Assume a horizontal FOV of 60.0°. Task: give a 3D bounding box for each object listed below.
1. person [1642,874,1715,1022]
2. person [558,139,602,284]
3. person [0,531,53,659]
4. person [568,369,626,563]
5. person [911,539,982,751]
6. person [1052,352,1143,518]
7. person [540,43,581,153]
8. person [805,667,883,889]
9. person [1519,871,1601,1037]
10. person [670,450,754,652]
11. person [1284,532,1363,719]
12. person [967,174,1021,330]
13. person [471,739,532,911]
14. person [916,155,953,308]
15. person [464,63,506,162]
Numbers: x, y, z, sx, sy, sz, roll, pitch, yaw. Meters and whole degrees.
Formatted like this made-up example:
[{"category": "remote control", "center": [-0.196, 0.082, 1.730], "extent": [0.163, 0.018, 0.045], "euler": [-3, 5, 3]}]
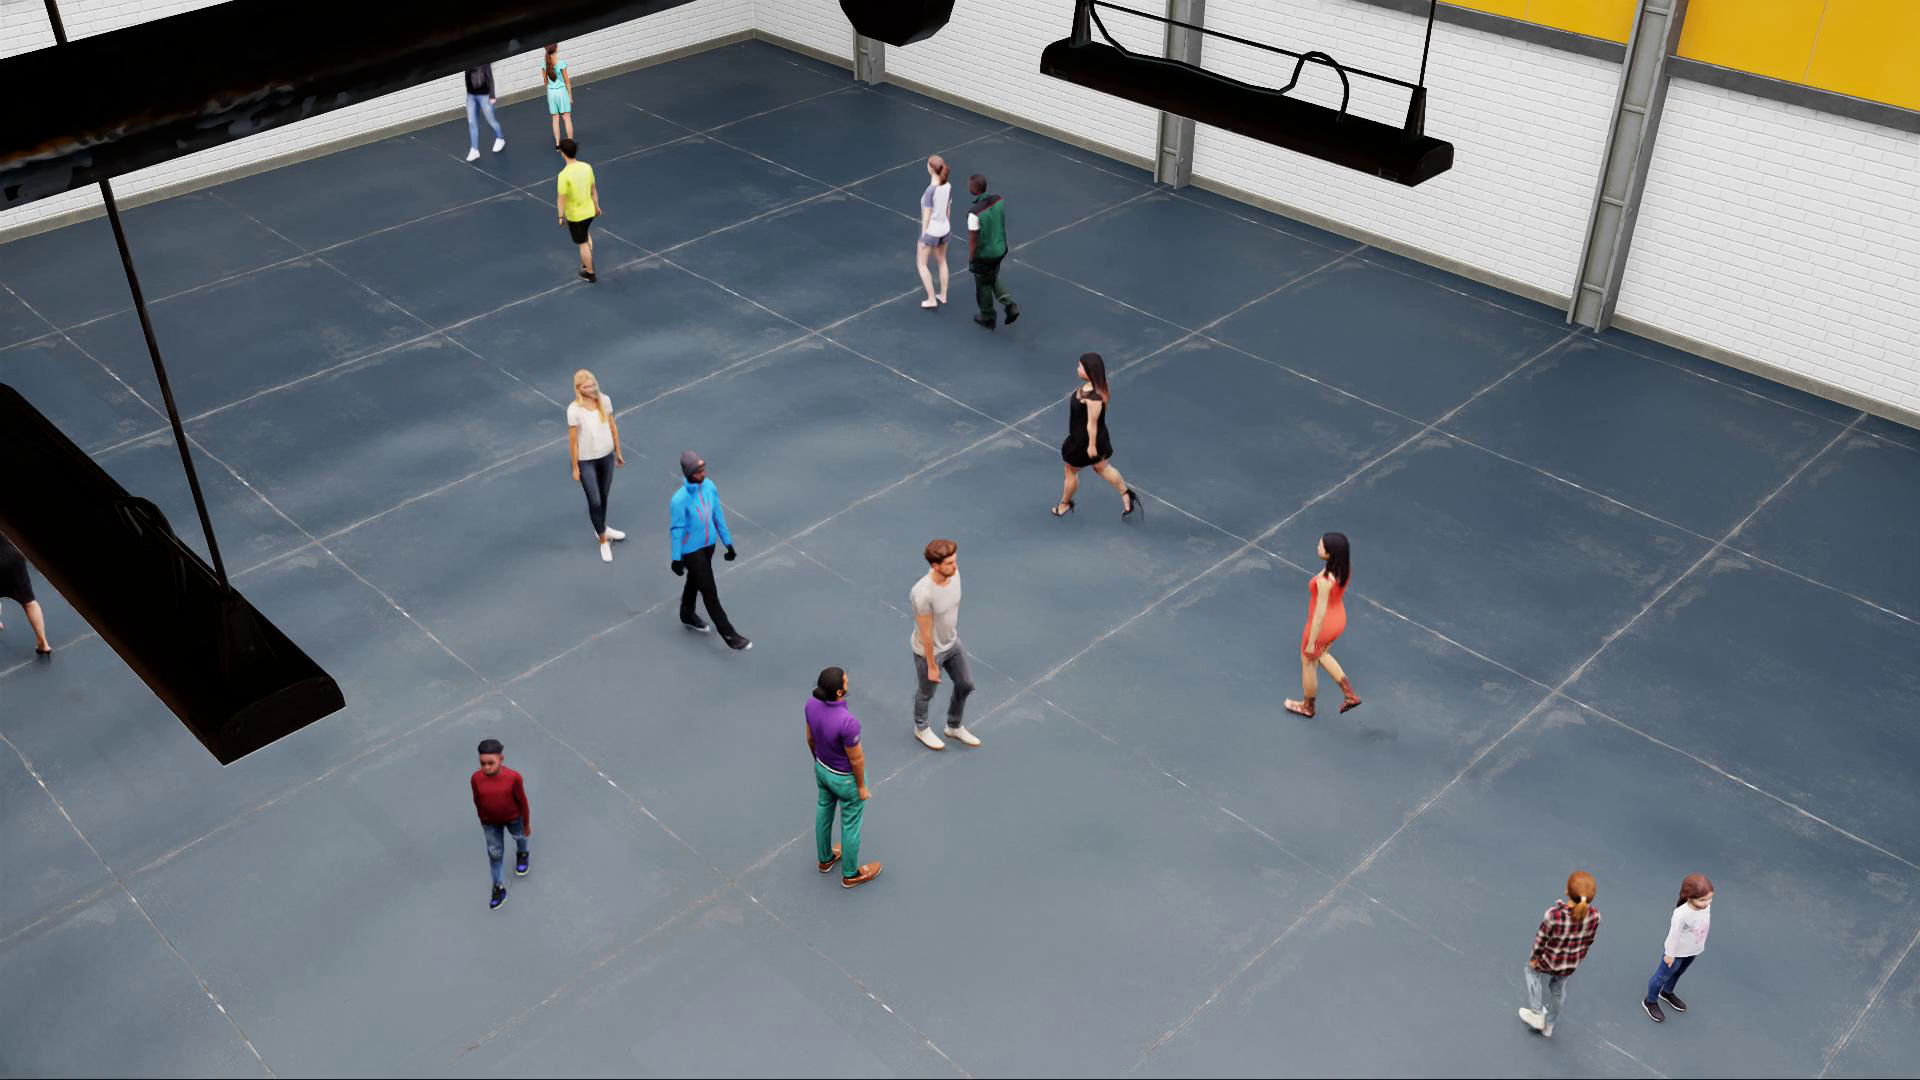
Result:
[{"category": "person", "center": [4.475, 2.499, 10.303], "extent": [0.501, 1.111, 0.537], "euler": [-17, 37, -24]}, {"category": "person", "center": [-4.341, -3.788, 19.229], "extent": [0.655, 1.700, 0.674], "euler": [25, 41, 32]}, {"category": "person", "center": [-7.564, 0.231, 13.181], "extent": [1.061, 1.702, 0.666], "euler": [23, 40, 30]}, {"category": "person", "center": [-3.207, -0.710, 14.509], "extent": [0.689, 1.798, 0.617], "euler": [24, 40, 31]}, {"category": "person", "center": [-0.245, 0.752, 12.240], "extent": [0.751, 1.876, 0.696], "euler": [24, 40, 31]}, {"category": "person", "center": [1.249, -0.888, 14.882], "extent": [1.157, 1.683, 0.994], "euler": [7, 34, 11]}, {"category": "person", "center": [-5.525, -6.125, 22.872], "extent": [0.632, 1.558, 0.708], "euler": [5, 34, 7]}, {"category": "person", "center": [-0.819, 1.567, 11.111], "extent": [0.514, 1.767, 0.697], "euler": [26, 42, 34]}, {"category": "person", "center": [3.644, 2.550, 10.059], "extent": [0.623, 1.296, 0.678], "euler": [-1, 34, -2]}, {"category": "person", "center": [-2.186, 0.043, 13.415], "extent": [1.135, 1.755, 0.796], "euler": [20, 38, 27]}, {"category": "person", "center": [2.815, 0.685, 12.494], "extent": [0.855, 1.705, 0.678], "euler": [22, 39, 29]}, {"category": "person", "center": [0.362, -3.075, 18.054], "extent": [0.765, 1.813, 0.860], "euler": [-26, 42, -34]}, {"category": "person", "center": [-3.072, 1.813, 11.232], "extent": [0.825, 1.225, 0.910], "euler": [-2, 34, -3]}, {"category": "person", "center": [-0.266, -3.442, 18.652], "extent": [0.550, 1.763, 0.600], "euler": [27, 42, 34]}, {"category": "person", "center": [-6.510, -6.061, 22.733], "extent": [1.000, 1.607, 0.950], "euler": [12, 36, 18]}]
